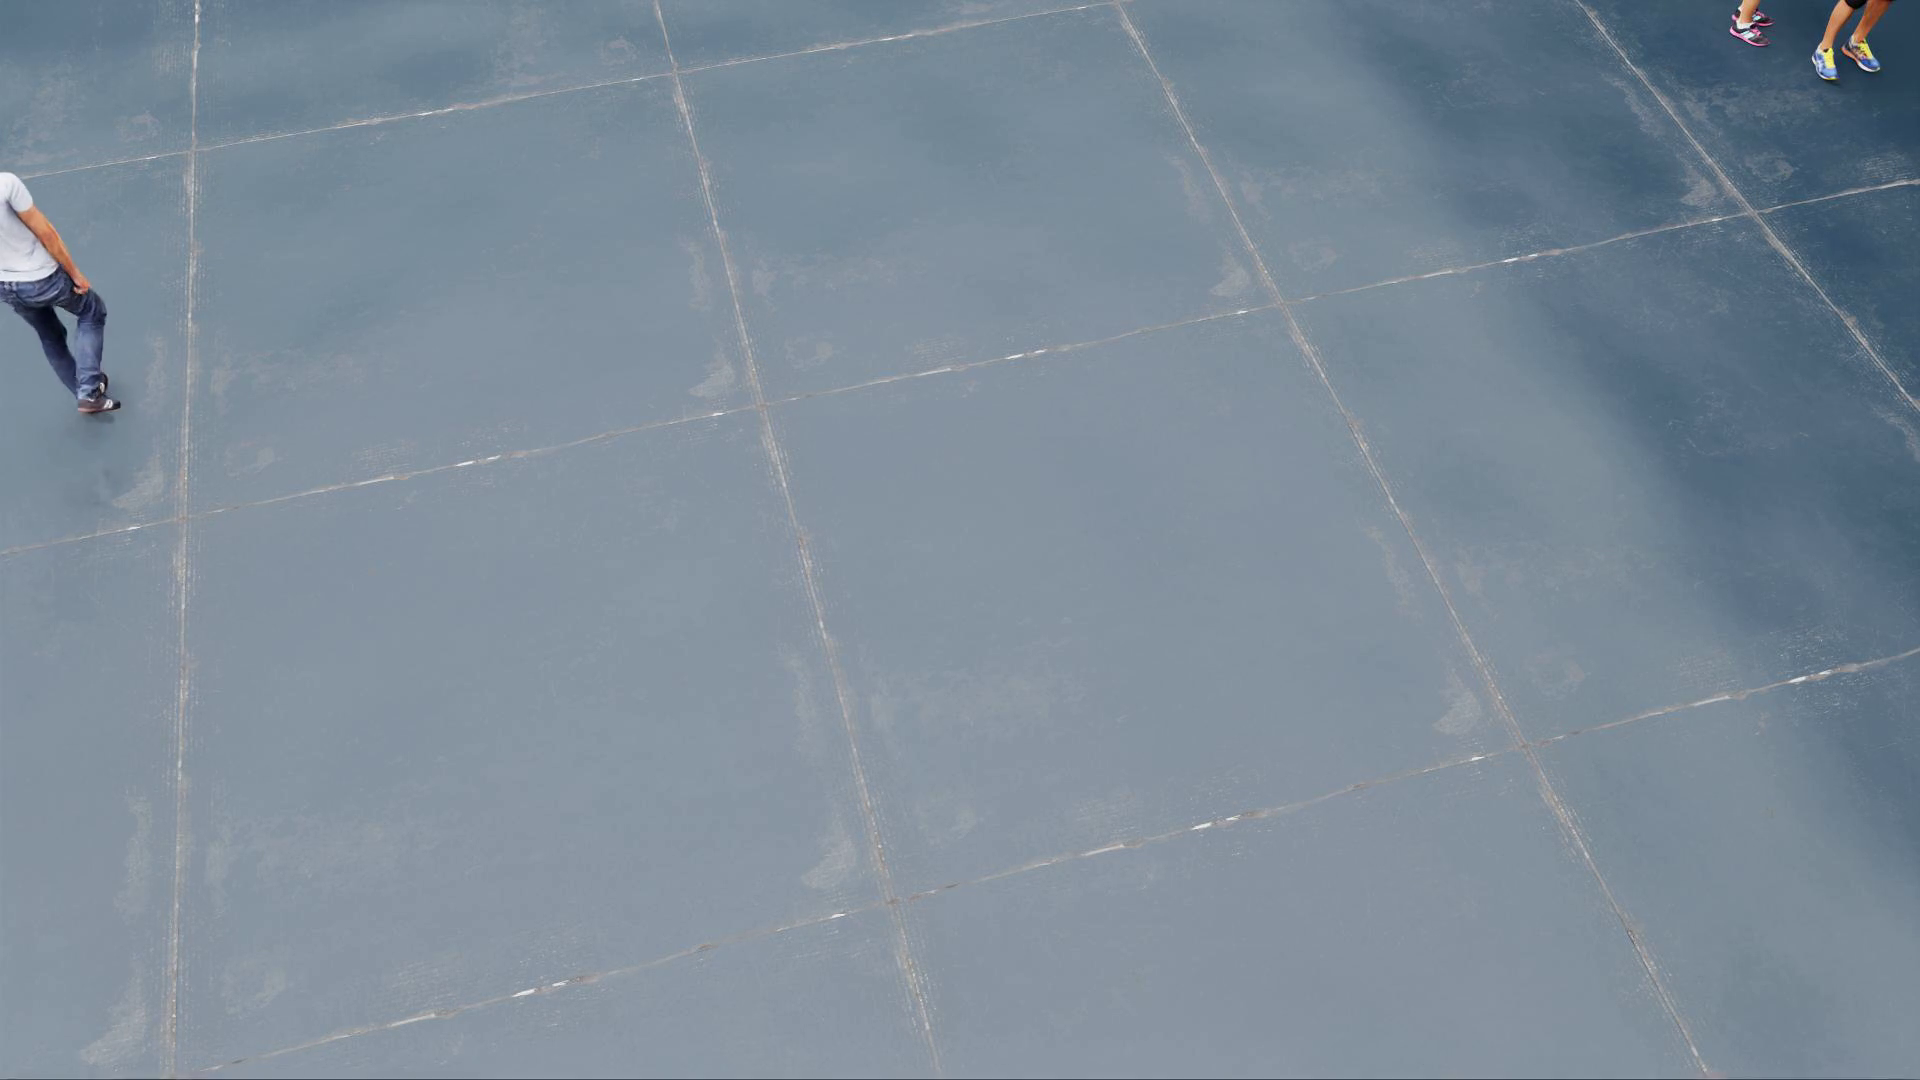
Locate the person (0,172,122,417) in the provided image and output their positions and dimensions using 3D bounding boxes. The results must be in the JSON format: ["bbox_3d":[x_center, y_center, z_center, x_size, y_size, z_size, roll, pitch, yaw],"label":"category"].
[{"bbox_3d":[-4.597,-1.240,8.186,0.706,1.854,0.749,-5,52,-4],"label":"person"}]
